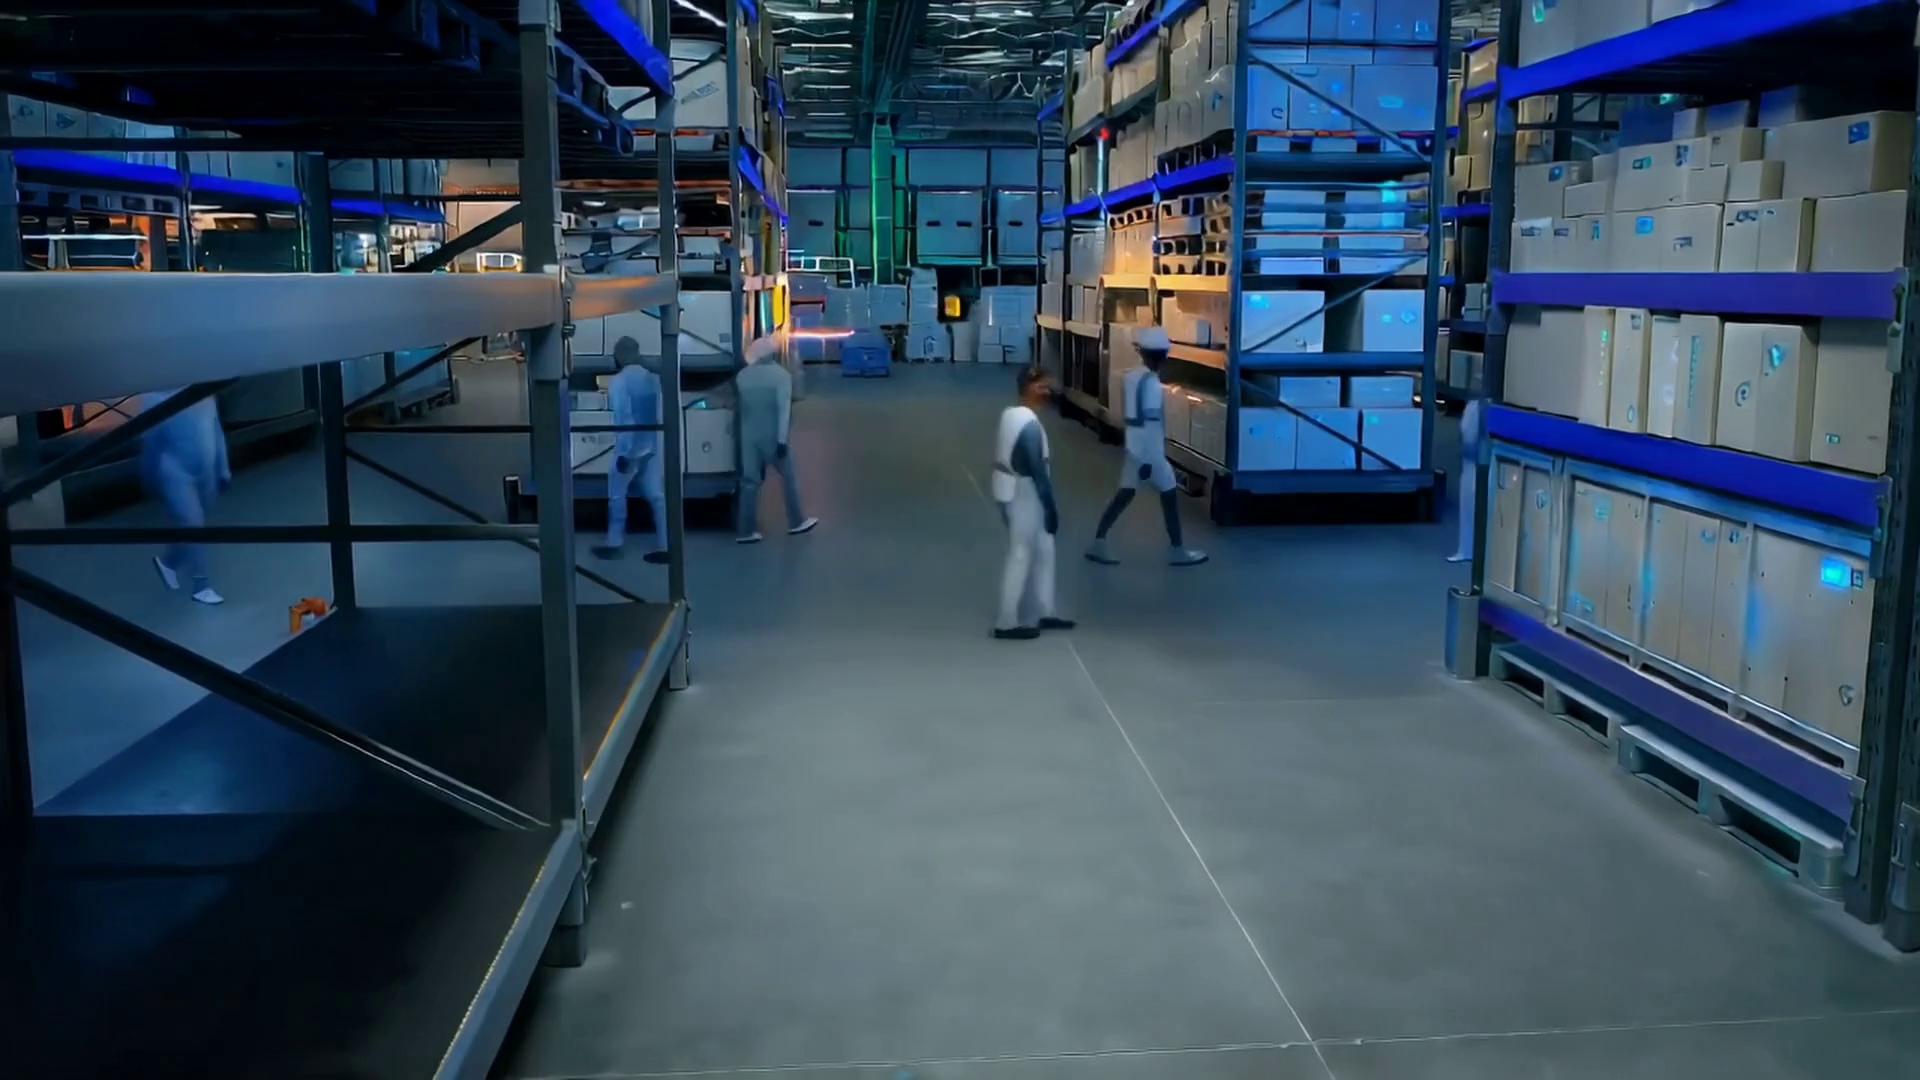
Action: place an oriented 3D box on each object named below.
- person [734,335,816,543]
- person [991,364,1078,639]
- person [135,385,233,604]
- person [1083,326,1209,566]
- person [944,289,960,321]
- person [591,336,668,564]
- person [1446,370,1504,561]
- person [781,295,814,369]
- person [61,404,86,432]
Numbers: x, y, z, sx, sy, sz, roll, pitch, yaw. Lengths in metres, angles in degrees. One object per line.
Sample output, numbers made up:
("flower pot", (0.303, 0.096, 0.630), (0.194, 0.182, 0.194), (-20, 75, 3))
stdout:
("person", (-1.713, -0.927, 15.120), (0.667, 1.856, 0.969), (5, 10, 30))
("person", (0.549, -0.241, 10.951), (0.743, 1.818, 0.610), (-1, 9, -8))
("person", (-5.764, -0.486, 12.321), (0.779, 1.880, 0.652), (4, 10, 22))
("person", (1.517, -0.756, 13.660), (1.041, 2.000, 0.609), (-2, 9, -15))
("person", (-0.240, -8.170, 60.443), (0.657, 1.913, 0.699), (5, 10, 28))
("person", (-2.756, -0.753, 13.931), (0.892, 1.893, 0.639), (6, 11, 31))
("person", (4.413, -0.612, 13.919), (0.567, 1.622, 0.521), (-2, 9, -15))
("person", (-4.232, -5.260, 42.259), (0.972, 1.884, 0.572), (-1, 9, -9))
("person", (-13.318, -2.407, 24.943), (0.540, 1.697, 0.317), (3, 9, 15))
